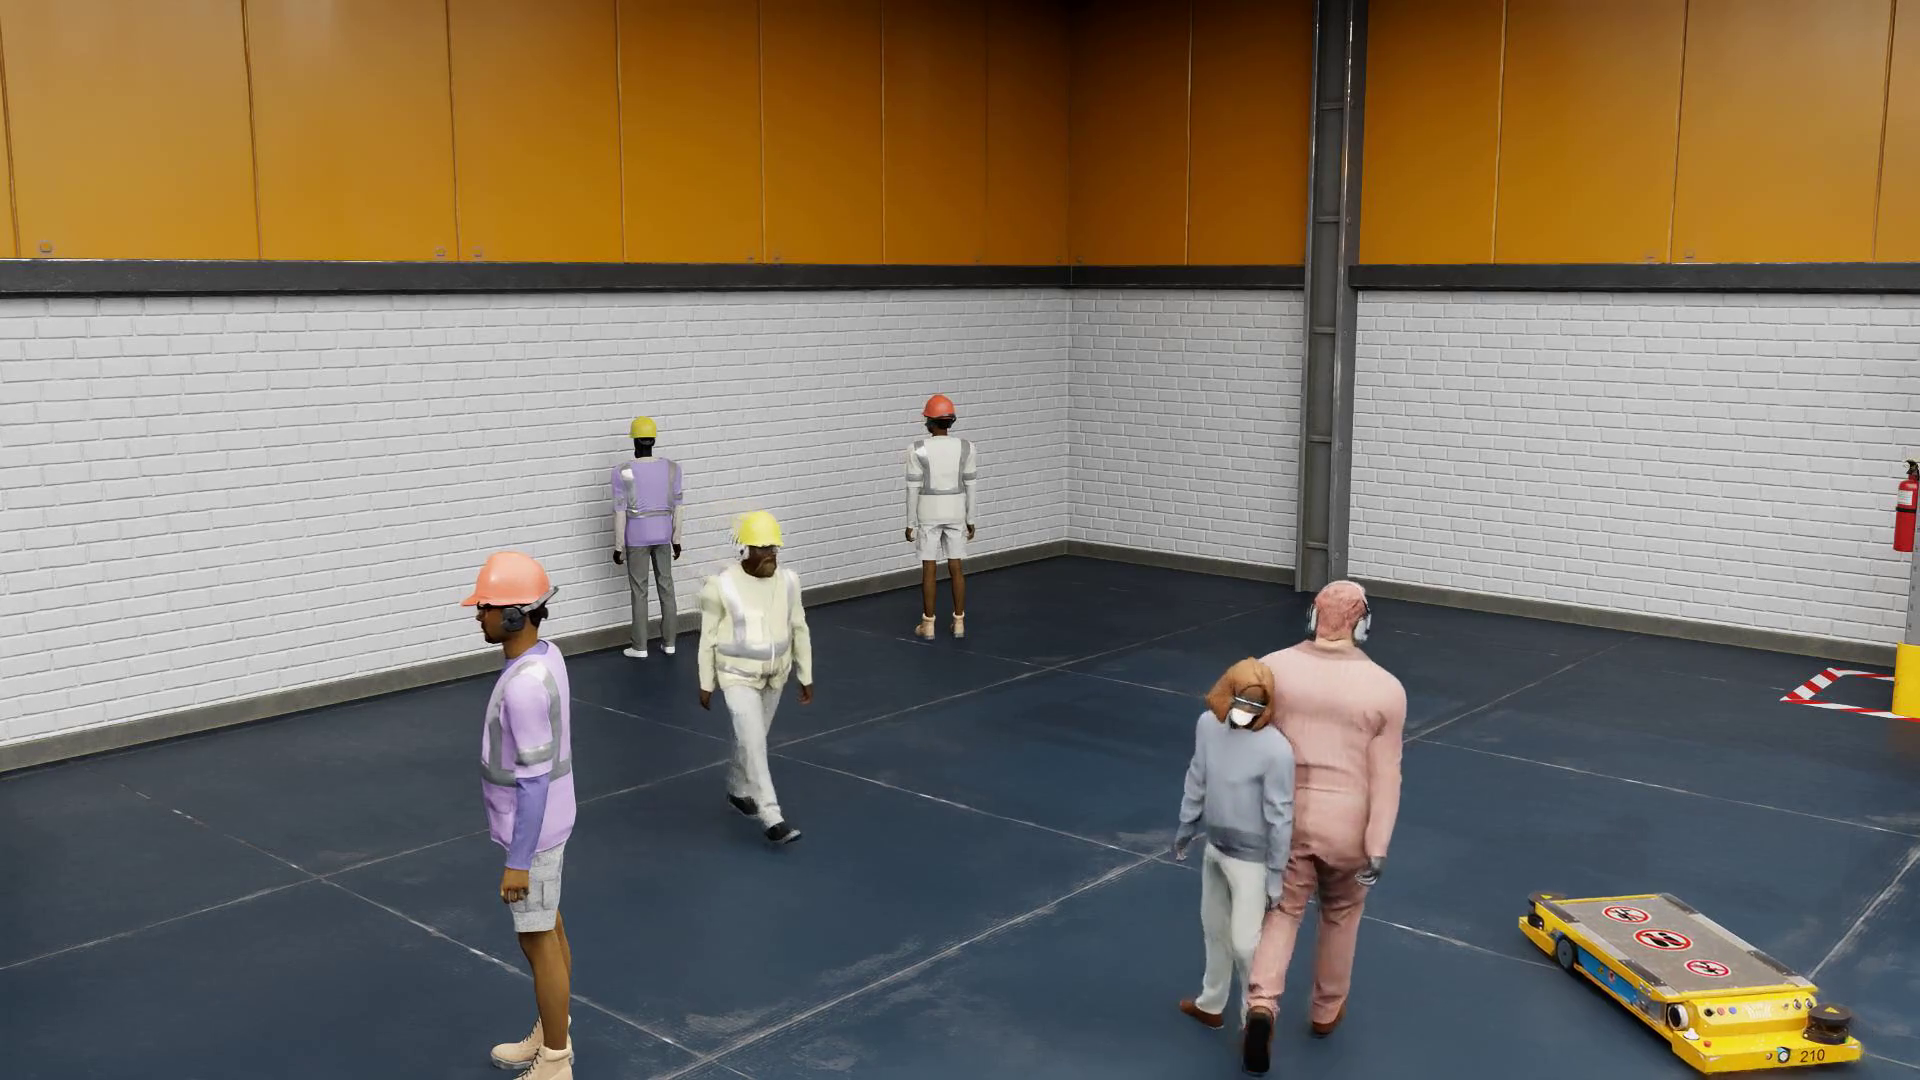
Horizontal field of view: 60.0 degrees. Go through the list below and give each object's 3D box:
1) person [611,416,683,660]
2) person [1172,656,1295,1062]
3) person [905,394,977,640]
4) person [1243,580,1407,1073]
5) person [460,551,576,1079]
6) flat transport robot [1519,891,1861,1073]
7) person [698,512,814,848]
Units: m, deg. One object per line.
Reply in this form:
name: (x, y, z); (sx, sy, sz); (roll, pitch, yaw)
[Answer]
person: (-2.478, -0.016, 13.175); (0.587, 1.927, 0.363); (-6, 11, -32)
person: (1.033, 1.209, 6.500); (0.293, 1.607, 0.684); (-4, 10, -25)
person: (-0.166, -0.190, 13.884); (0.615, 2.047, 0.357); (-3, 9, -16)
person: (1.364, 1.094, 6.385); (0.648, 1.871, 0.818); (4, 10, 22)
person: (-1.601, 1.052, 6.106); (0.374, 2.044, 0.606); (-2, 9, -10)
flat transport robot: (2.998, 1.797, 6.973); (0.652, 0.197, 1.431); (-2, 9, -9)
person: (-1.076, 0.726, 9.002); (0.599, 1.774, 0.957); (-7, 12, -39)
